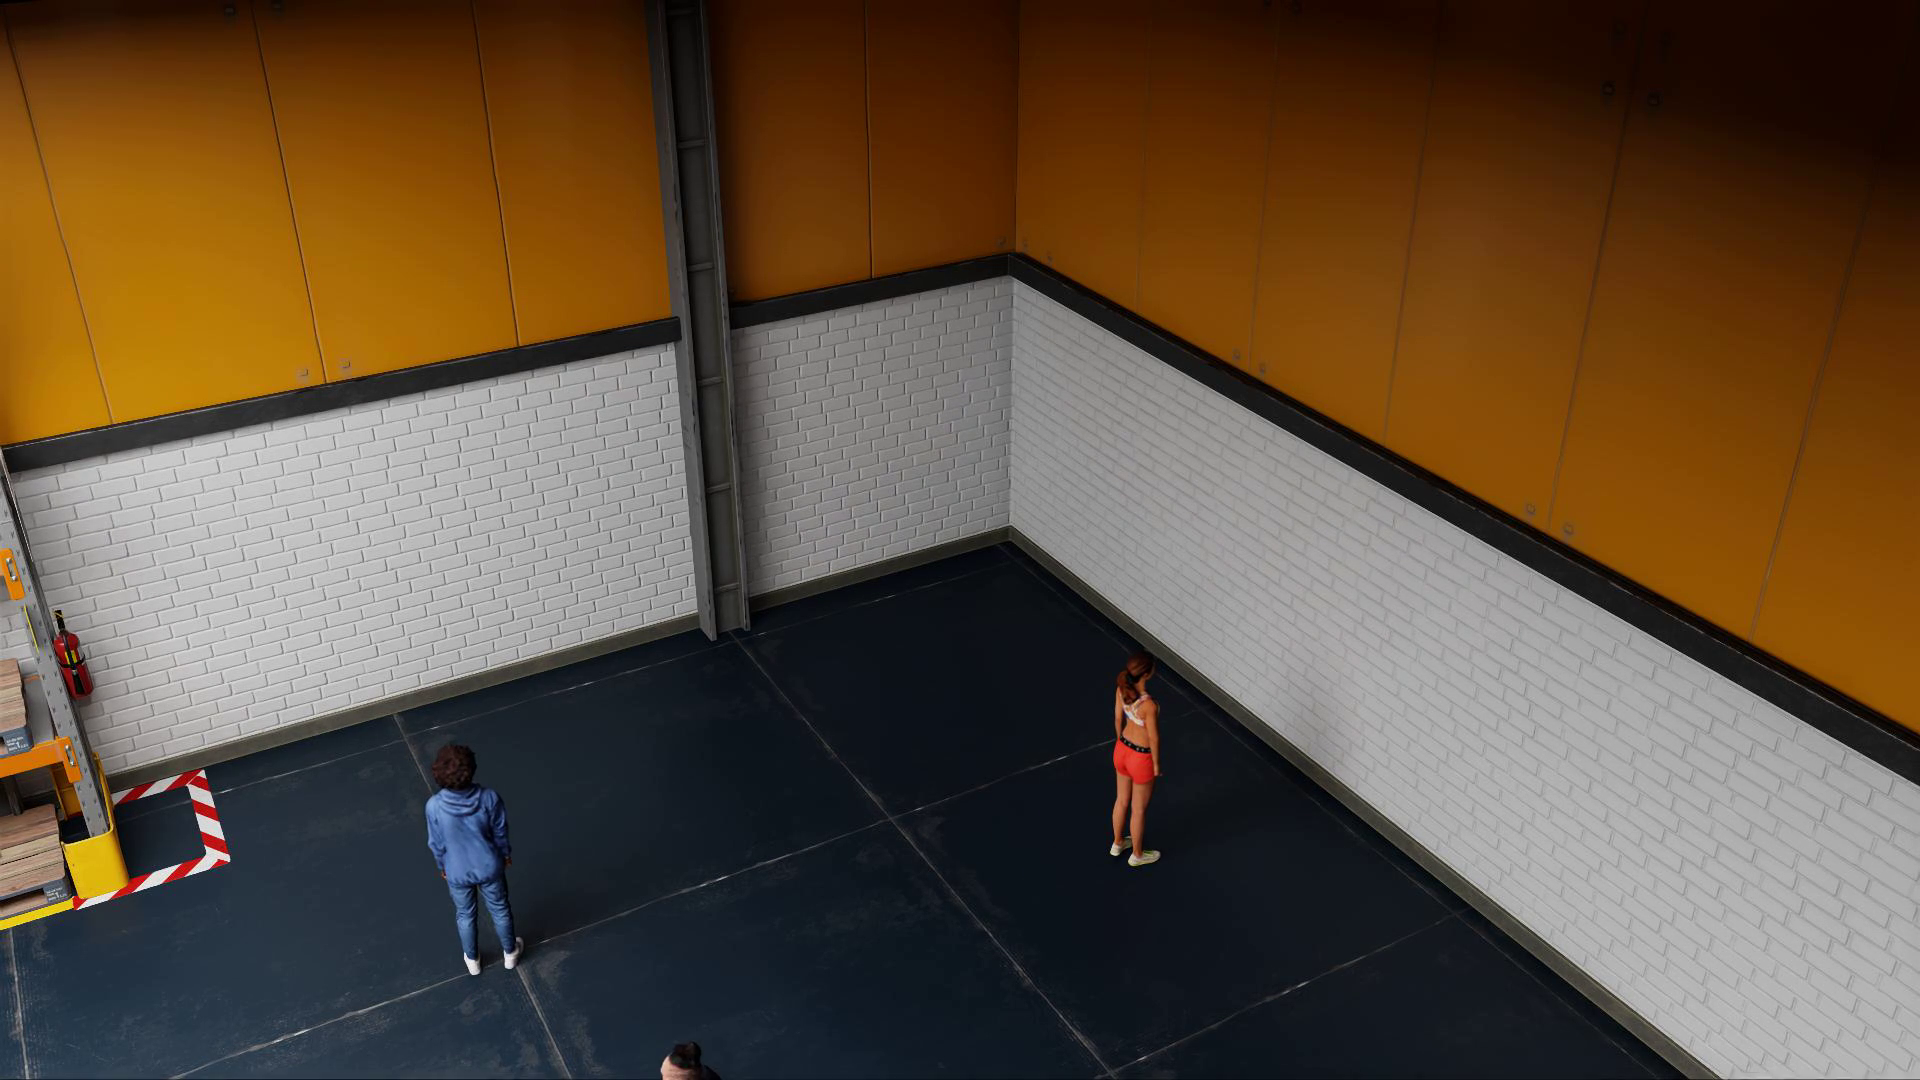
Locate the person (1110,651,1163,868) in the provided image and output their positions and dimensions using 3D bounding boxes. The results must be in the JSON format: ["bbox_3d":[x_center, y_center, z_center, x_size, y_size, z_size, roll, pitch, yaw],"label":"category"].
[{"bbox_3d":[1.275,1.585,12.097,0.603,1.791,0.597,-21,35,-33],"label":"person"}]

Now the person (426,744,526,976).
[{"bbox_3d":[-3.241,2.129,11.079,0.622,1.811,0.796,-7,29,-12],"label":"person"}]
